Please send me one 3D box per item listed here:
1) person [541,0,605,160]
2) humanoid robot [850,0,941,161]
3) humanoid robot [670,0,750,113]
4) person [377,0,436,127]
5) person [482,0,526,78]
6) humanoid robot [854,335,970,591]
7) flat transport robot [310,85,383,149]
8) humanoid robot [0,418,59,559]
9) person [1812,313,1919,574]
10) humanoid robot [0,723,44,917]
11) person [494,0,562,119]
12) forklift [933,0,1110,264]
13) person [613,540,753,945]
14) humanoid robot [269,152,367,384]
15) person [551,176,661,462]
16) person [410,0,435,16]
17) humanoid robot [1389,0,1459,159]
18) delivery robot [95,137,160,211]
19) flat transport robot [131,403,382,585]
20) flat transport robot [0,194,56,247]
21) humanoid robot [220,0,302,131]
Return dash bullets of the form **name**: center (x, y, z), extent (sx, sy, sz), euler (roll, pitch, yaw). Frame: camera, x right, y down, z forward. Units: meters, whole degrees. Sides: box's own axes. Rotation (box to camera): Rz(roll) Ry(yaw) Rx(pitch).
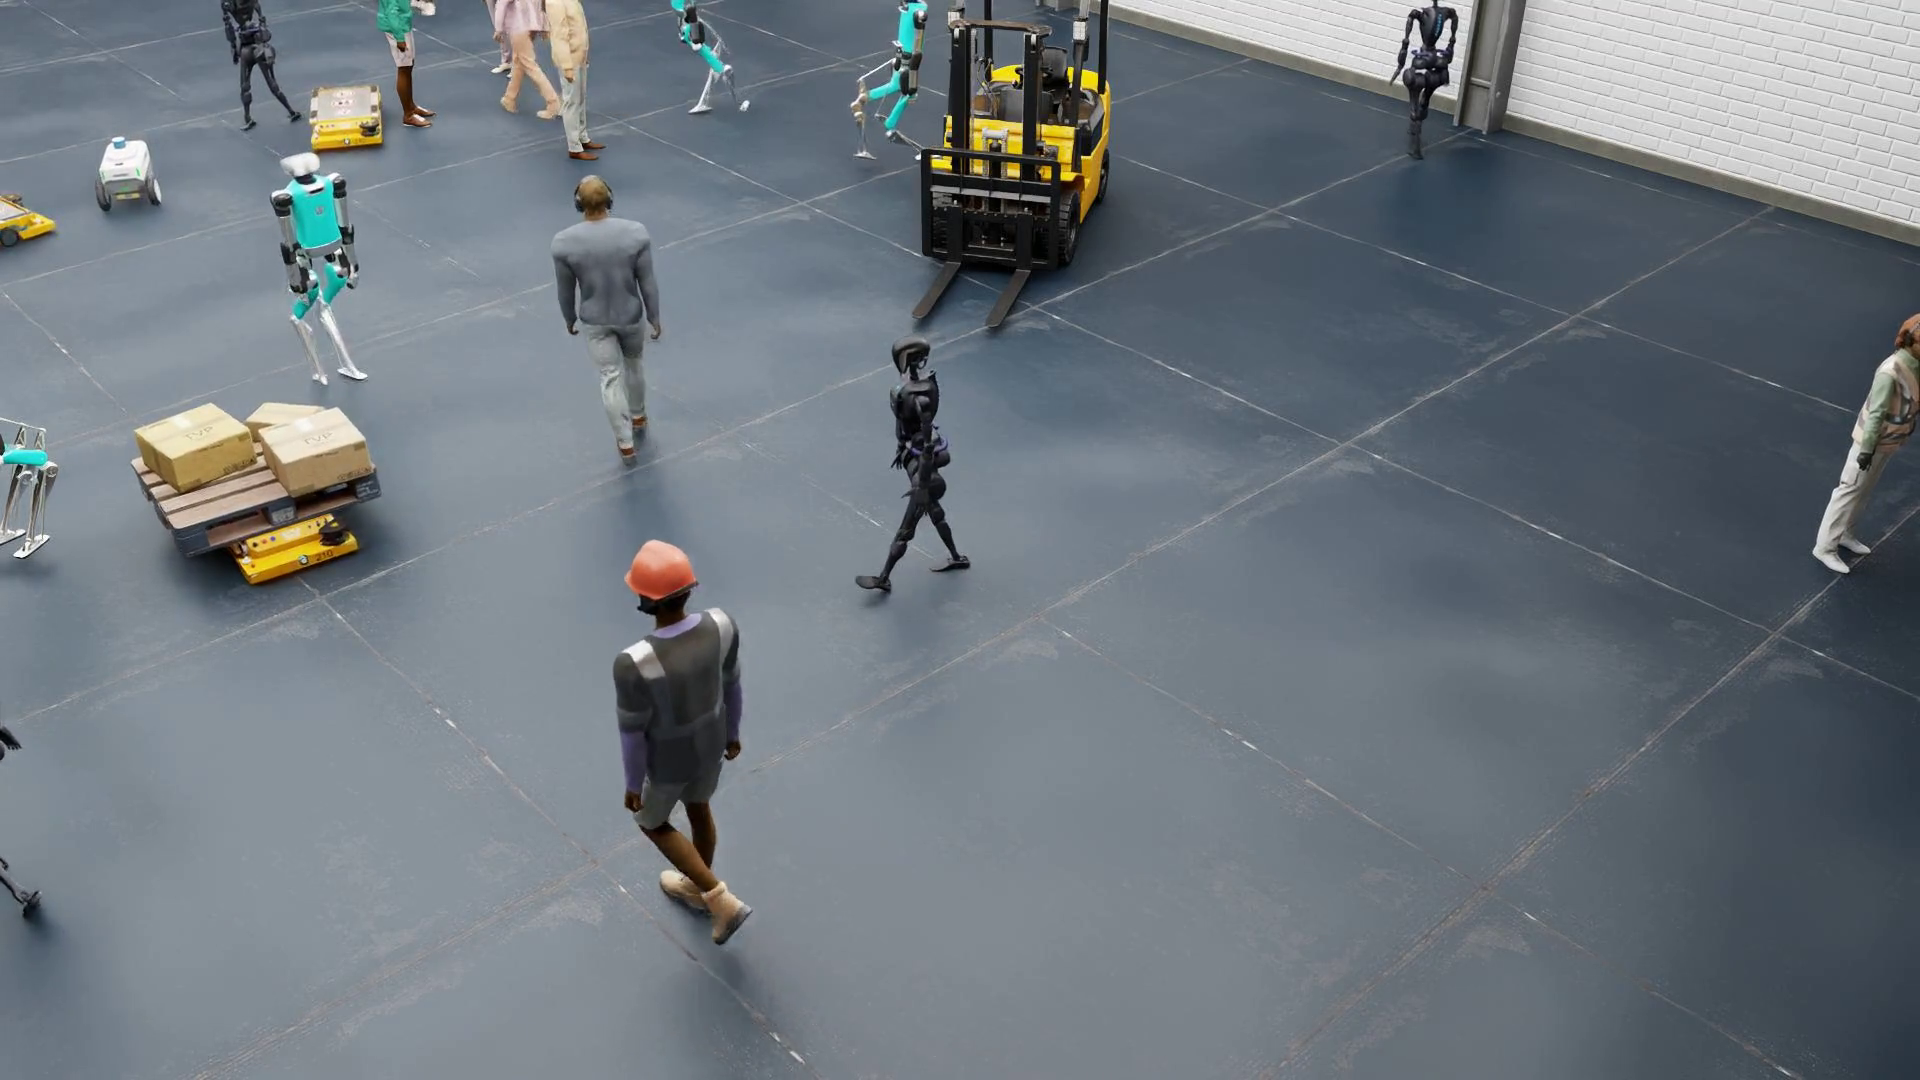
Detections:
- **person**: center (-3.677, -4.542, 15.684), extent (0.409, 1.877, 0.554), euler (2, 33, 4)
- **humanoid robot**: center (-0.688, -4.251, 15.412), extent (1.069, 1.761, 0.544), euler (-9, 34, -14)
- **humanoid robot**: center (-2.511, -5.079, 16.718), extent (0.838, 1.871, 0.553), euler (-15, 36, -22)
- **person**: center (-5.557, -5.046, 16.480), extent (0.383, 1.848, 0.508), euler (-4, 33, -7)
- **person**: center (-4.953, -5.846, 17.795), extent (0.516, 1.756, 0.335), euler (21, 39, 29)
- **humanoid robot**: center (-0.293, -0.453, 9.606), extent (0.760, 1.621, 0.585), euler (-10, 34, -15)
- **flat transport robot**: center (-6.175, -4.274, 16.742), extent (0.659, 0.231, 1.431), euler (-9, 34, -14)
- **humanoid robot**: center (-5.703, -0.701, 9.782), extent (0.533, 1.677, 0.735), euler (15, 36, 21)
- **person**: center (5.428, -0.584, 9.813), extent (0.518, 1.636, 0.310), euler (-26, 41, -34)
- **humanoid robot**: center (-4.495, 0.972, 7.438), extent (0.740, 1.645, 0.610), euler (17, 37, 25)
- **person**: center (-4.393, -5.136, 16.735), extent (0.858, 1.721, 0.506), euler (14, 36, 20)
- **forklift**: center (0.570, -3.725, 14.138), extent (1.214, 2.155, 2.313), euler (9, 34, 13)
- **person**: center (-1.167, 0.914, 7.158), extent (0.614, 2.030, 0.629), euler (26, 41, 34)
- **humanoid robot**: center (-4.587, -1.914, 11.766), extent (0.706, 1.790, 0.536), euler (26, 41, 34)
- **person**: center (-2.312, -1.505, 10.967), extent (0.640, 1.916, 0.807), euler (-9, 34, -13)
- **person**: center (-6.585, -7.235, 19.877), extent (0.417, 1.822, 0.857), euler (-18, 37, -26)
- **humanoid robot**: center (4.394, -4.519, 15.846), extent (0.592, 1.636, 0.641), euler (-7, 34, -11)
- **delivery robot**: center (-7.530, -3.327, 15.029), extent (0.499, 0.600, 0.802), euler (-10, 34, -15)
- **flat transport robot**: center (-4.386, -0.210, 10.495), extent (0.659, 0.231, 1.431), euler (-22, 39, -30)
- **flat transport robot**: center (-8.570, -2.585, 14.146), extent (0.659, 0.231, 1.431), euler (24, 40, 32)
- **humanoid robot**: center (-7.004, -4.896, 16.436), extent (0.618, 1.637, 0.606), euler (17, 37, 24)
